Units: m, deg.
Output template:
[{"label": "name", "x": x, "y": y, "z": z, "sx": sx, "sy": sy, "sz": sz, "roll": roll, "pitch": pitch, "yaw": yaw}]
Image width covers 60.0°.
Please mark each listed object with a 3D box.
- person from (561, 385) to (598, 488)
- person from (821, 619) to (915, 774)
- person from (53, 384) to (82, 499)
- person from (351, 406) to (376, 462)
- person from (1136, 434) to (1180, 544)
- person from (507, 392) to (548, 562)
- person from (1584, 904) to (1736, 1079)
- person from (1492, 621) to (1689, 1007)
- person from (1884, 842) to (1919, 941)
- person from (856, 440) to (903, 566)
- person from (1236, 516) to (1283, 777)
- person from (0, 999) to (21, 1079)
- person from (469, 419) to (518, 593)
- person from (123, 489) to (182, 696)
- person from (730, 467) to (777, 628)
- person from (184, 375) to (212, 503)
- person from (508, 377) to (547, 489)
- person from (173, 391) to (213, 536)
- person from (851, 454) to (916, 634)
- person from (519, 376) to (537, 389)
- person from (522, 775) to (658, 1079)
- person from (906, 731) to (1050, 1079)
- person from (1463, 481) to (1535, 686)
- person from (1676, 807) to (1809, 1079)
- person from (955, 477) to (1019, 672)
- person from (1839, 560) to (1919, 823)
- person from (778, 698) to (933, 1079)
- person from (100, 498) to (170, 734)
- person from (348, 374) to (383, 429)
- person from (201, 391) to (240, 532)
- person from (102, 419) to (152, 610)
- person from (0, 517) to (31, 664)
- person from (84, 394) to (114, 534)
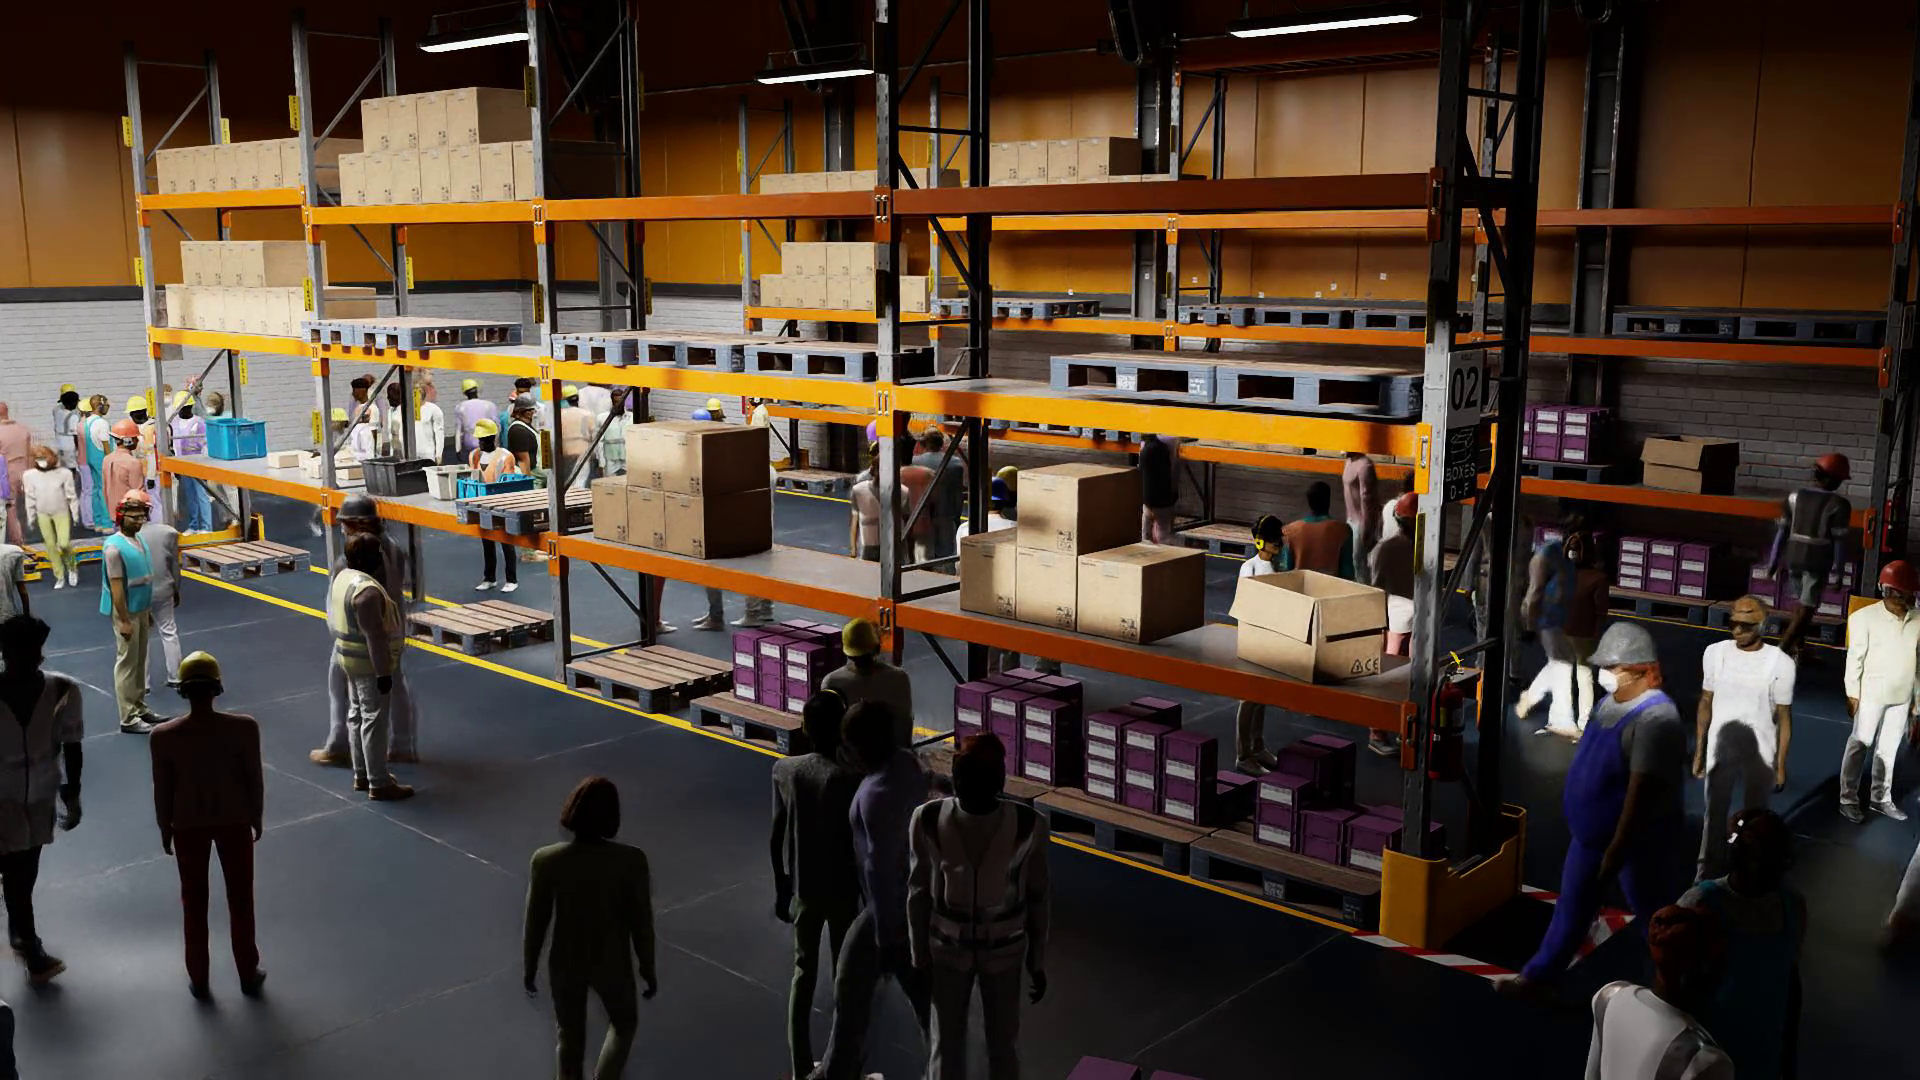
[{"label": "person", "x": -5.316, "y": -1.194, "z": 22.931, "sx": 0.594, "sy": 1.878, "sz": 0.943, "roll": 1, "pitch": 10, "yaw": 6}, {"label": "person", "x": -0.547, "y": 1.258, "z": 9.569, "sx": 0.552, "sy": 1.694, "sz": 0.806, "roll": -2, "pitch": 10, "yaw": -12}, {"label": "person", "x": -13.295, "y": -1.478, "z": 24.928, "sx": 0.482, "sy": 1.734, "sz": 0.341, "roll": -4, "pitch": 11, "yaw": -20}, {"label": "person", "x": -8.054, "y": -0.986, "z": 22.441, "sx": 0.320, "sy": 1.631, "sz": 0.514, "roll": -8, "pitch": 13, "yaw": -38}, {"label": "person", "x": 2.271, "y": -0.640, "z": 19.705, "sx": 0.596, "sy": 1.896, "sz": 0.761, "roll": -10, "pitch": 14, "yaw": -43}, {"label": "person", "x": -5.156, "y": -0.764, "z": 20.011, "sx": 0.537, "sy": 2.000, "sz": 0.682, "roll": -3, "pitch": 10, "yaw": -15}, {"label": "person", "x": 2.066, "y": 1.981, "z": 4.929, "sx": 0.337, "sy": 1.882, "sz": 0.584, "roll": -2, "pitch": 10, "yaw": -13}, {"label": "person", "x": 3.110, "y": 1.357, "z": 8.017, "sx": 0.985, "sy": 2.000, "sz": 0.704, "roll": -1, "pitch": 10, "yaw": -4}, {"label": "person", "x": 5.467, "y": 1.308, "z": 8.984, "sx": 0.905, "sy": 1.802, "sz": 0.615, "roll": -4, "pitch": 11, "yaw": -23}, {"label": "person", "x": -0.758, "y": -0.077, "z": 16.667, "sx": 0.742, "sy": 1.841, "sz": 0.568, "roll": 8, "pitch": 13, "yaw": 40}, {"label": "person", "x": 2.184, "y": 0.746, "z": 11.953, "sx": 0.329, "sy": 1.873, "sz": 0.512, "roll": 7, "pitch": 12, "yaw": 33}, {"label": "person", "x": -3.059, "y": 1.942, "z": 5.050, "sx": 0.592, "sy": 1.922, "sz": 0.392, "roll": 2, "pitch": 10, "yaw": 13}, {"label": "person", "x": -5.112, "y": -0.374, "z": 18.170, "sx": 0.585, "sy": 1.918, "sz": 0.409, "roll": 4, "pitch": 11, "yaw": 21}, {"label": "person", "x": -6.882, "y": 0.437, "z": 14.069, "sx": 0.355, "sy": 1.744, "sz": 0.569, "roll": 9, "pitch": 14, "yaw": 43}, {"label": "person", "x": -2.074, "y": -0.083, "z": 16.579, "sx": 0.396, "sy": 1.897, "sz": 0.668, "roll": 4, "pitch": 11, "yaw": 22}, {"label": "person", "x": -11.233, "y": -1.477, "z": 24.475, "sx": 0.402, "sy": 1.894, "sz": 0.651, "roll": -4, "pitch": 11, "yaw": -21}, {"label": "person", "x": -6.047, "y": -1.299, "z": 23.285, "sx": 0.605, "sy": 1.959, "sz": 0.364, "roll": 2, "pitch": 10, "yaw": 13}, {"label": "person", "x": -9.960, "y": -0.972, "z": 21.542, "sx": 0.590, "sy": 1.918, "sz": 0.398, "roll": 5, "pitch": 11, "yaw": 27}, {"label": "person", "x": -0.726, "y": 0.090, "z": 15.778, "sx": 0.612, "sy": 1.823, "sz": 0.516, "roll": -2, "pitch": 10, "yaw": -12}, {"label": "person", "x": -7.241, "y": -2.013, "z": 27.957, "sx": 0.490, "sy": 1.730, "sz": 0.324, "roll": 2, "pitch": 10, "yaw": 13}, {"label": "person", "x": -1.535, "y": 1.766, "z": 6.884, "sx": 0.589, "sy": 1.610, "sz": 0.365, "roll": 0, "pitch": 10, "yaw": 0}, {"label": "person", "x": 0.072, "y": 1.674, "z": 6.679, "sx": 0.574, "sy": 1.881, "sz": 0.357, "roll": 1, "pitch": 10, "yaw": 5}, {"label": "person", "x": 4.623, "y": 0.358, "z": 14.302, "sx": 0.605, "sy": 1.823, "sz": 0.403, "roll": -2, "pitch": 10, "yaw": -9}, {"label": "person", "x": 2.763, "y": 1.828, "z": 5.950, "sx": 0.504, "sy": 1.838, "sz": 0.338, "roll": -2, "pitch": 10, "yaw": -10}, {"label": "person", "x": 0.269, "y": 0.466, "z": 13.319, "sx": 0.608, "sy": 1.946, "sz": 0.406, "roll": 1, "pitch": 10, "yaw": 7}, {"label": "person", "x": 6.082, "y": 0.989, "z": 10.912, "sx": 0.573, "sy": 1.749, "sz": 0.335, "roll": -2, "pitch": 10, "yaw": -11}, {"label": "person", "x": -0.407, "y": 1.580, "z": 7.164, "sx": 0.908, "sy": 1.888, "sz": 0.650, "roll": 2, "pitch": 10, "yaw": 14}, {"label": "person", "x": -6.470, "y": 0.582, "z": 12.974, "sx": 0.391, "sy": 1.838, "sz": 0.563, "roll": -1, "pitch": 10, "yaw": -8}, {"label": "person", "x": -10.075, "y": -2.002, "z": 28.205, "sx": 0.566, "sy": 1.622, "sz": 0.355, "roll": -1, "pitch": 10, "yaw": -8}, {"label": "person", "x": -9.618, "y": -0.998, "z": 21.702, "sx": 0.656, "sy": 1.907, "sz": 0.486, "roll": 4, "pitch": 11, "yaw": 23}, {"label": "person", "x": -8.608, "y": -0.256, "z": 17.267, "sx": 0.622, "sy": 1.992, "sz": 0.395, "roll": 6, "pitch": 12, "yaw": 31}, {"label": "person", "x": -7.258, "y": 0.652, "z": 12.489, "sx": 0.531, "sy": 1.871, "sz": 0.322, "roll": -8, "pitch": 13, "yaw": -40}, {"label": "person", "x": -11.294, "y": -0.994, "z": 21.894, "sx": 0.504, "sy": 1.839, "sz": 0.348, "roll": 8, "pitch": 13, "yaw": 37}]
